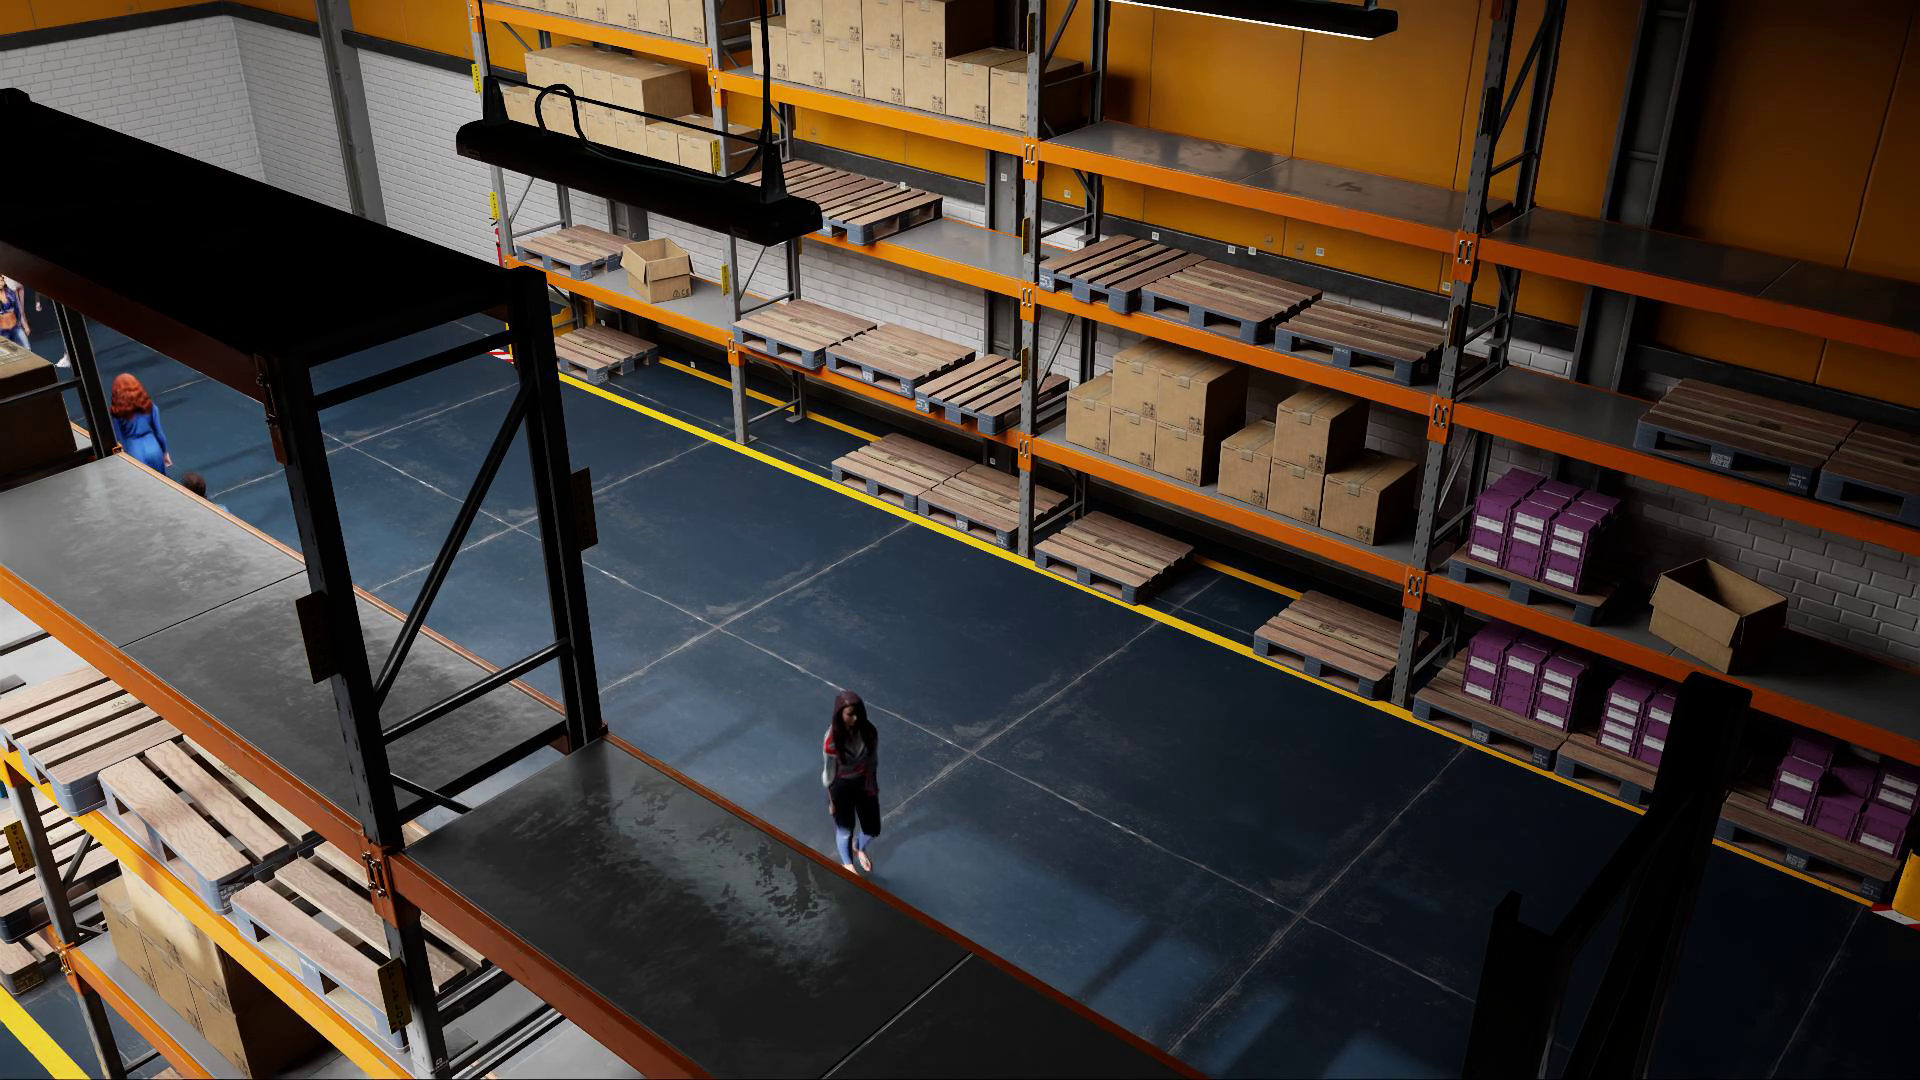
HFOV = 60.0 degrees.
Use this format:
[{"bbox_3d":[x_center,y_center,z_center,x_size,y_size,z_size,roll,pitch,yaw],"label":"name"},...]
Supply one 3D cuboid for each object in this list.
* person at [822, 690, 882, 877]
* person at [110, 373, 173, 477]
[{"bbox_3d":[-0.806,1.713,11.725,0.698,1.602,0.720,-13,31,-23],"label":"person"},{"bbox_3d":[-7.774,-0.678,15.921,0.746,1.781,1.155,-23,36,-36],"label":"person"}]
